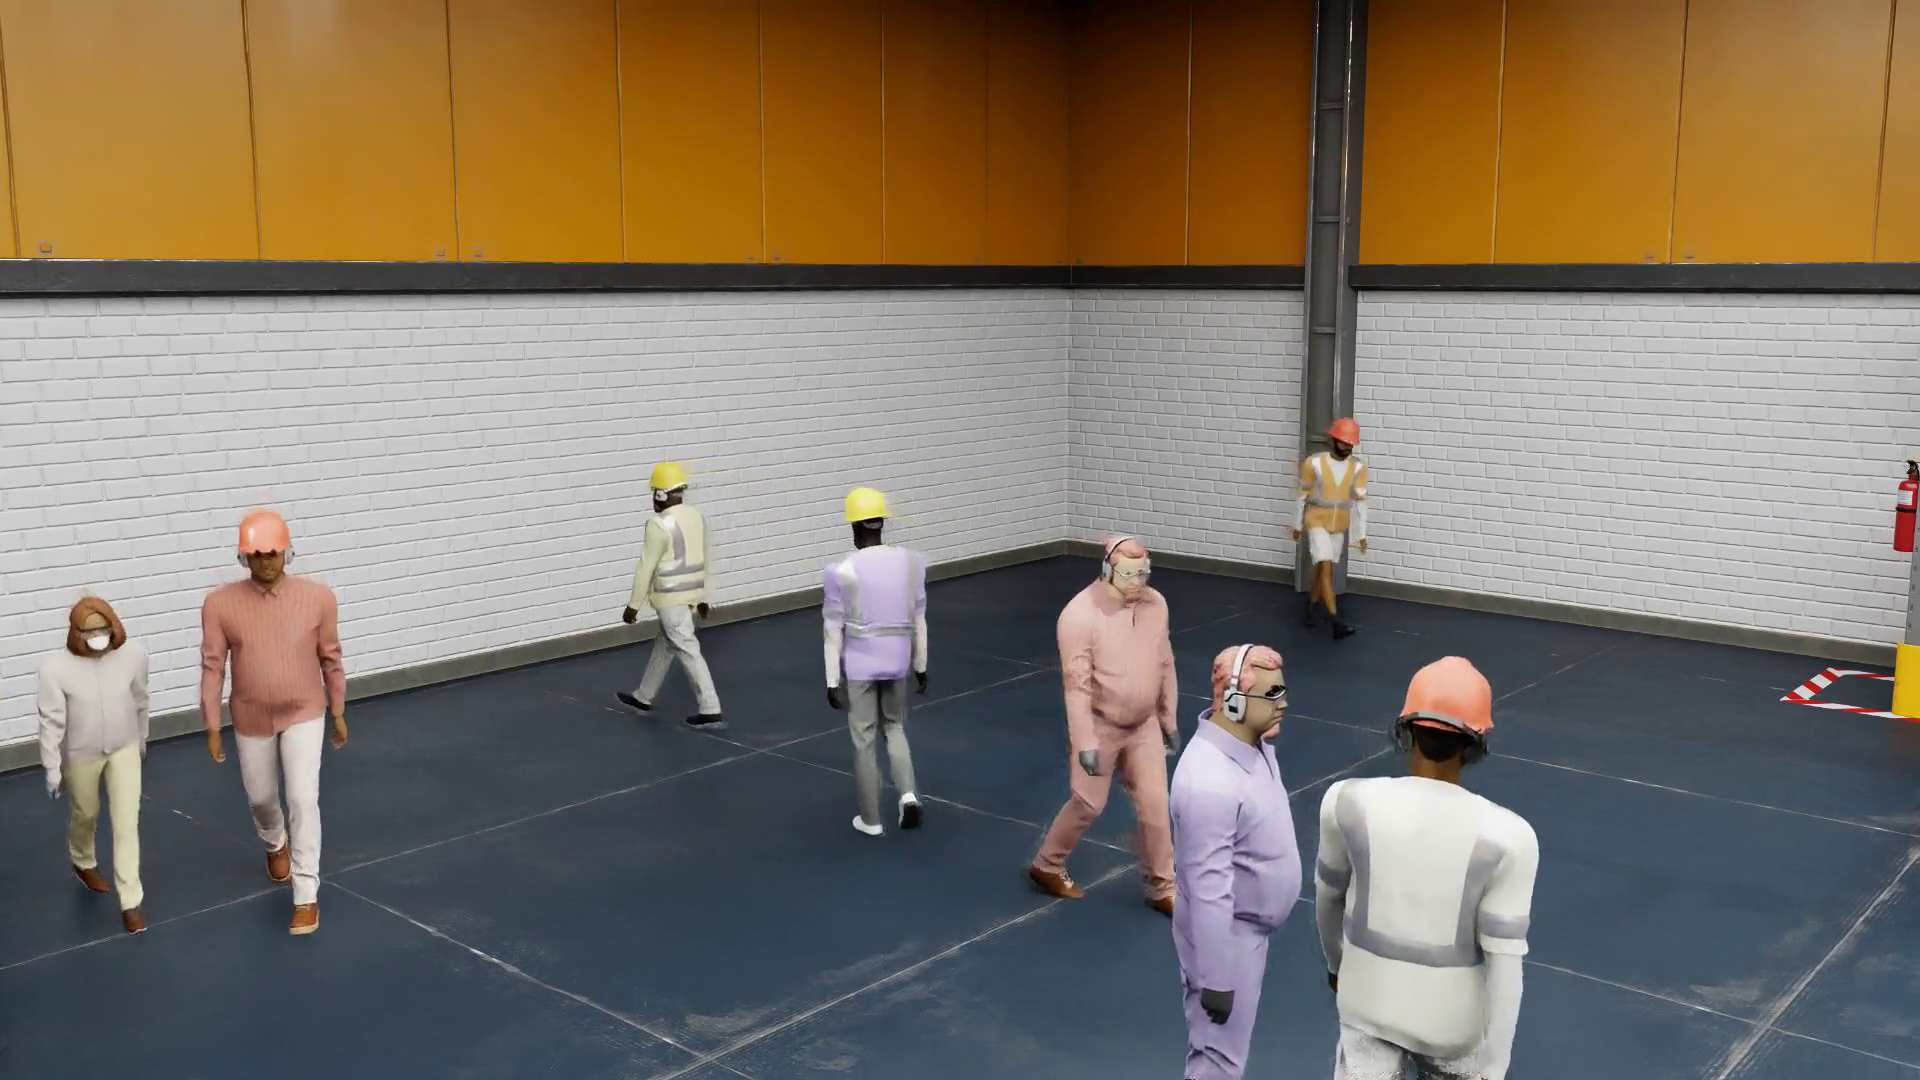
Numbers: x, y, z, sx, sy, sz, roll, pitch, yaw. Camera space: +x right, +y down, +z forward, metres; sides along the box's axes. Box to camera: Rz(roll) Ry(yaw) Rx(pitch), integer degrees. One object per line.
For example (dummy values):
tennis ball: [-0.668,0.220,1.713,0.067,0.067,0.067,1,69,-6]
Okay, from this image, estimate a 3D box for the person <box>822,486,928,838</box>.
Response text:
person: [-0.446,0.668,8.912,0.618,1.911,0.465,-4,10,-25]

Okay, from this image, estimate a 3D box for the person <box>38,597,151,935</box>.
person: [-4.100,1.009,7.884,0.505,1.562,0.914,-7,12,-39]

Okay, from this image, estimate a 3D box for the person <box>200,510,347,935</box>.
person: [-3.269,0.805,7.949,0.635,1.964,0.945,-3,10,-19]

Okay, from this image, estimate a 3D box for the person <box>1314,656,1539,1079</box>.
person: [1.282,1.313,4.688,0.614,1.985,1.083,4,10,23]

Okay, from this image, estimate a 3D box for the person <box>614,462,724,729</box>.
person: [-1.973,0.373,11.179,0.927,1.782,0.602,3,10,20]

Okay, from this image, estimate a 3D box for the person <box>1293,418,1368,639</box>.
person: [3.136,-0.113,14.017,0.549,1.847,1.050,-2,9,-9]

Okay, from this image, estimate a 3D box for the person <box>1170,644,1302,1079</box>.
person: [0.876,1.257,5.280,0.397,1.900,0.654,3,10,18]

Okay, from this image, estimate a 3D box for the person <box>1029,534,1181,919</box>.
person: [0.699,0.863,7.876,0.654,1.861,0.793,-6,11,-33]
